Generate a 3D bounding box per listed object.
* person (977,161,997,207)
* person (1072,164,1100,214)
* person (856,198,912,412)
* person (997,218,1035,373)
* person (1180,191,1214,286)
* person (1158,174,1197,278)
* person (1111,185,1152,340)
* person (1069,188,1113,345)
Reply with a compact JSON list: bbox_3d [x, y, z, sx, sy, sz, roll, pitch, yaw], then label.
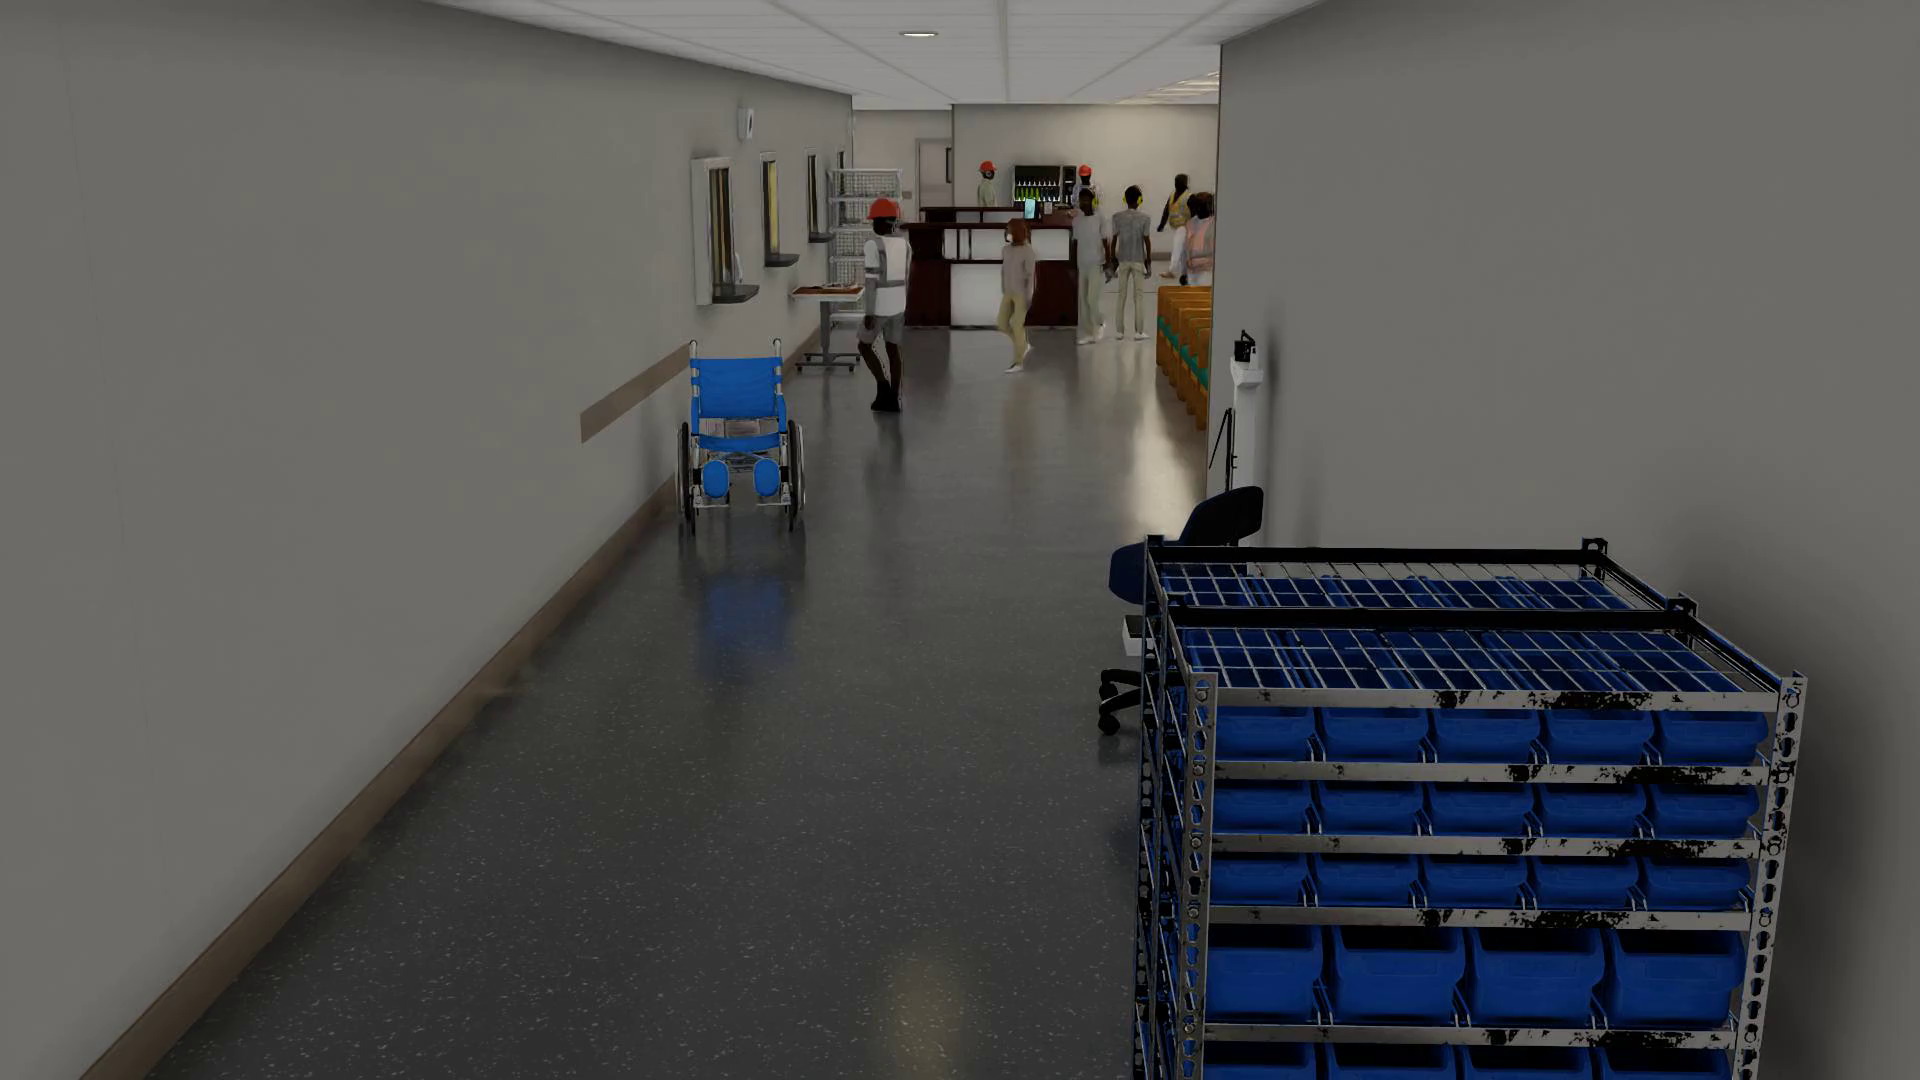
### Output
[{"bbox_3d":[0.477,-5.610,29.085,0.376,1.997,0.612,-4,14,-15],"label":"person"},{"bbox_3d":[2.221,-5.703,29.609,0.545,1.929,0.390,9,16,31],"label":"person"},{"bbox_3d":[-0.686,-2.102,15.003,0.557,1.921,0.408,-13,19,-43],"label":"person"},{"bbox_3d":[0.622,-2.576,17.556,0.410,1.623,0.504,-12,18,-41],"label":"person"},{"bbox_3d":[2.766,-3.082,19.169,0.521,1.830,0.653,-9,17,-33],"label":"person"},{"bbox_3d":[3.873,-5.473,28.978,0.981,1.798,0.618,-8,16,-31],"label":"person"},{"bbox_3d":[2.090,-3.370,20.262,0.524,1.871,0.325,5,15,19],"label":"person"},{"bbox_3d":[1.524,-3.232,19.722,0.563,1.852,0.397,10,17,36],"label":"person"}]
